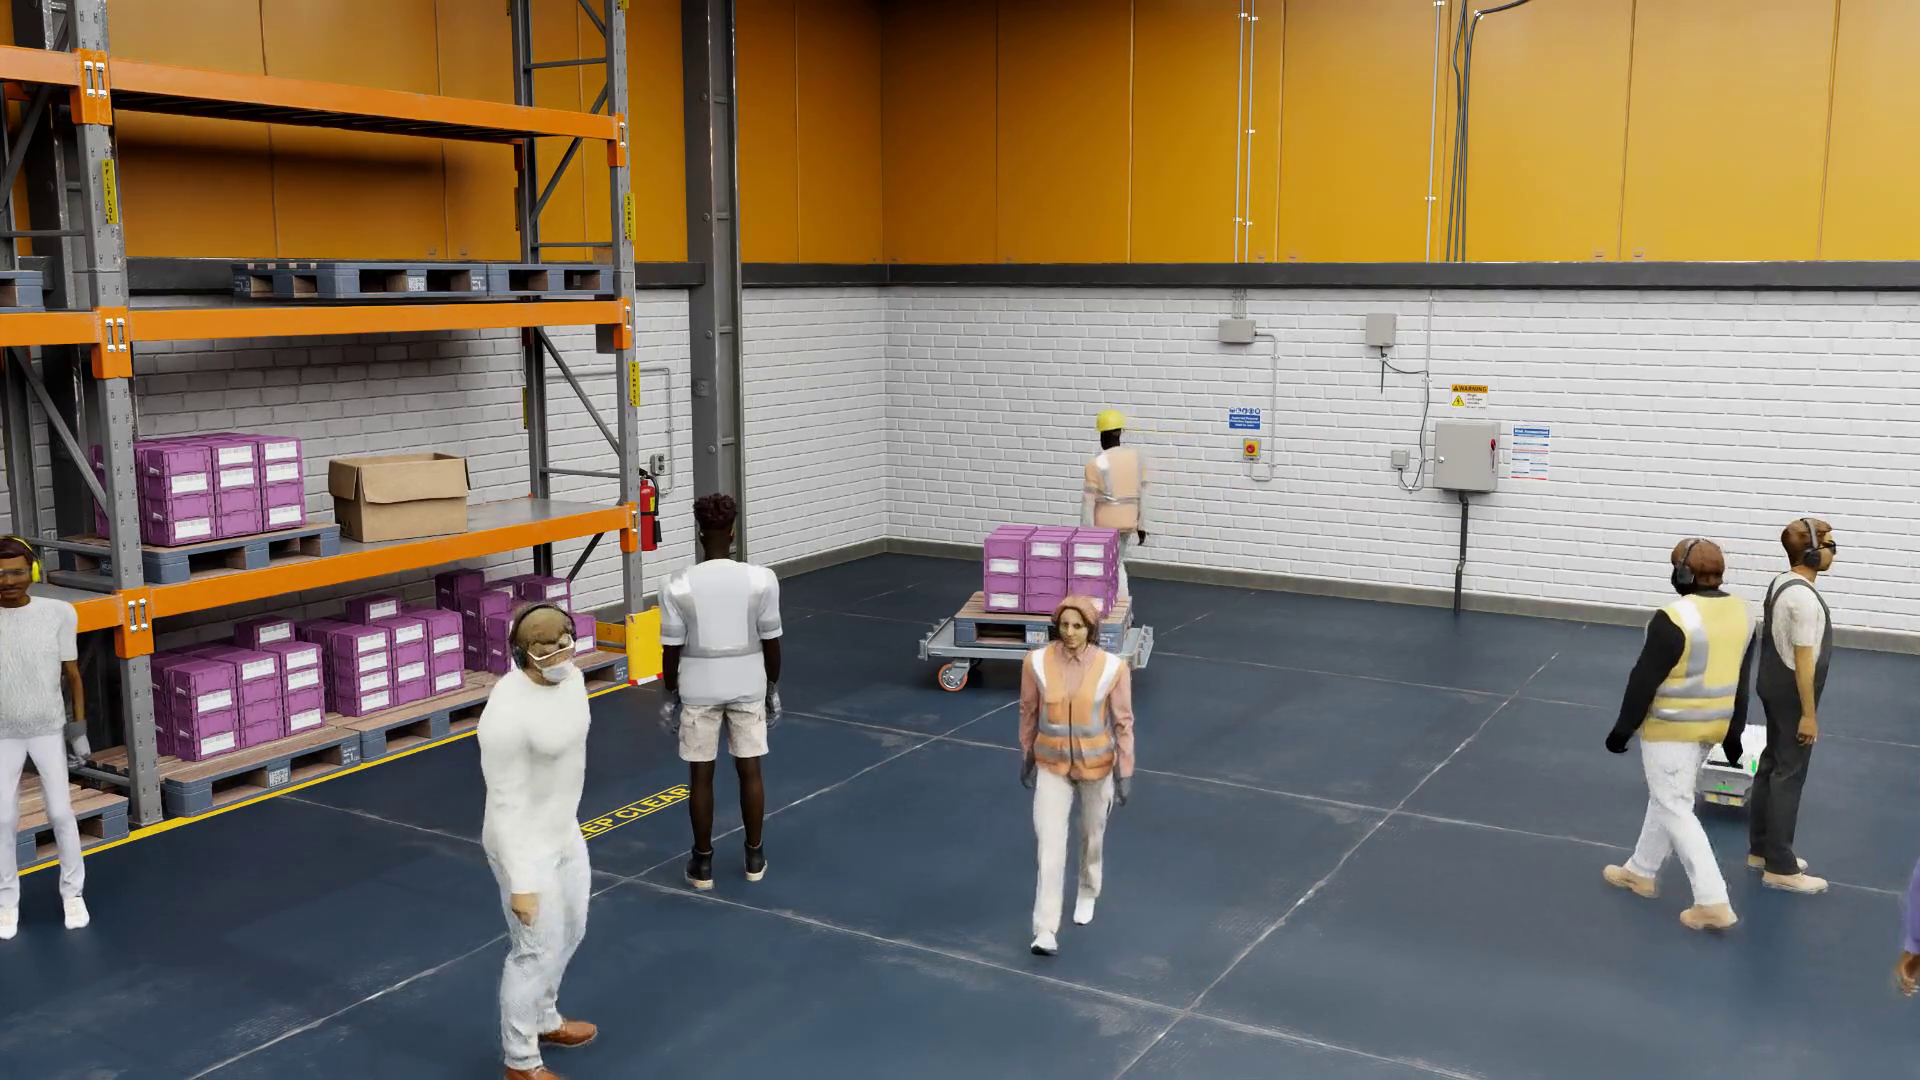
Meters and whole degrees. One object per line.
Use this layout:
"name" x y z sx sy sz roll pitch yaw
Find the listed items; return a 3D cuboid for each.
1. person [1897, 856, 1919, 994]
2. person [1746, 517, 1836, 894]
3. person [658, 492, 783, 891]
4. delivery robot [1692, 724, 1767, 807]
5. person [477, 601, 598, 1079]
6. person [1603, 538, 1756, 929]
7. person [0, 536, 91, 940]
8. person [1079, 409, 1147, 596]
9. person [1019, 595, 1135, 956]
"person" 3.122 1.253 4.878 0.471 2.016 0.704 -5 10 -30
"person" 4.123 0.804 8.208 0.342 1.846 0.509 2 9 11
"person" -1.187 0.745 8.229 0.650 1.964 0.447 -2 9 -15
"delivery robot" 4.366 1.210 9.398 0.477 0.478 0.707 5 11 31
"person" -1.542 1.126 6.055 0.483 1.895 0.685 2 9 12
"person" 3.389 0.884 7.811 0.628 1.813 0.833 -5 11 -31
"person" -4.277 0.895 7.617 0.512 1.860 0.318 -4 10 -25
"person" 1.265 -0.140 13.916 0.601 1.907 0.442 -5 11 -30
"person" 0.512 1.042 7.470 0.540 1.589 0.871 2 9 11
